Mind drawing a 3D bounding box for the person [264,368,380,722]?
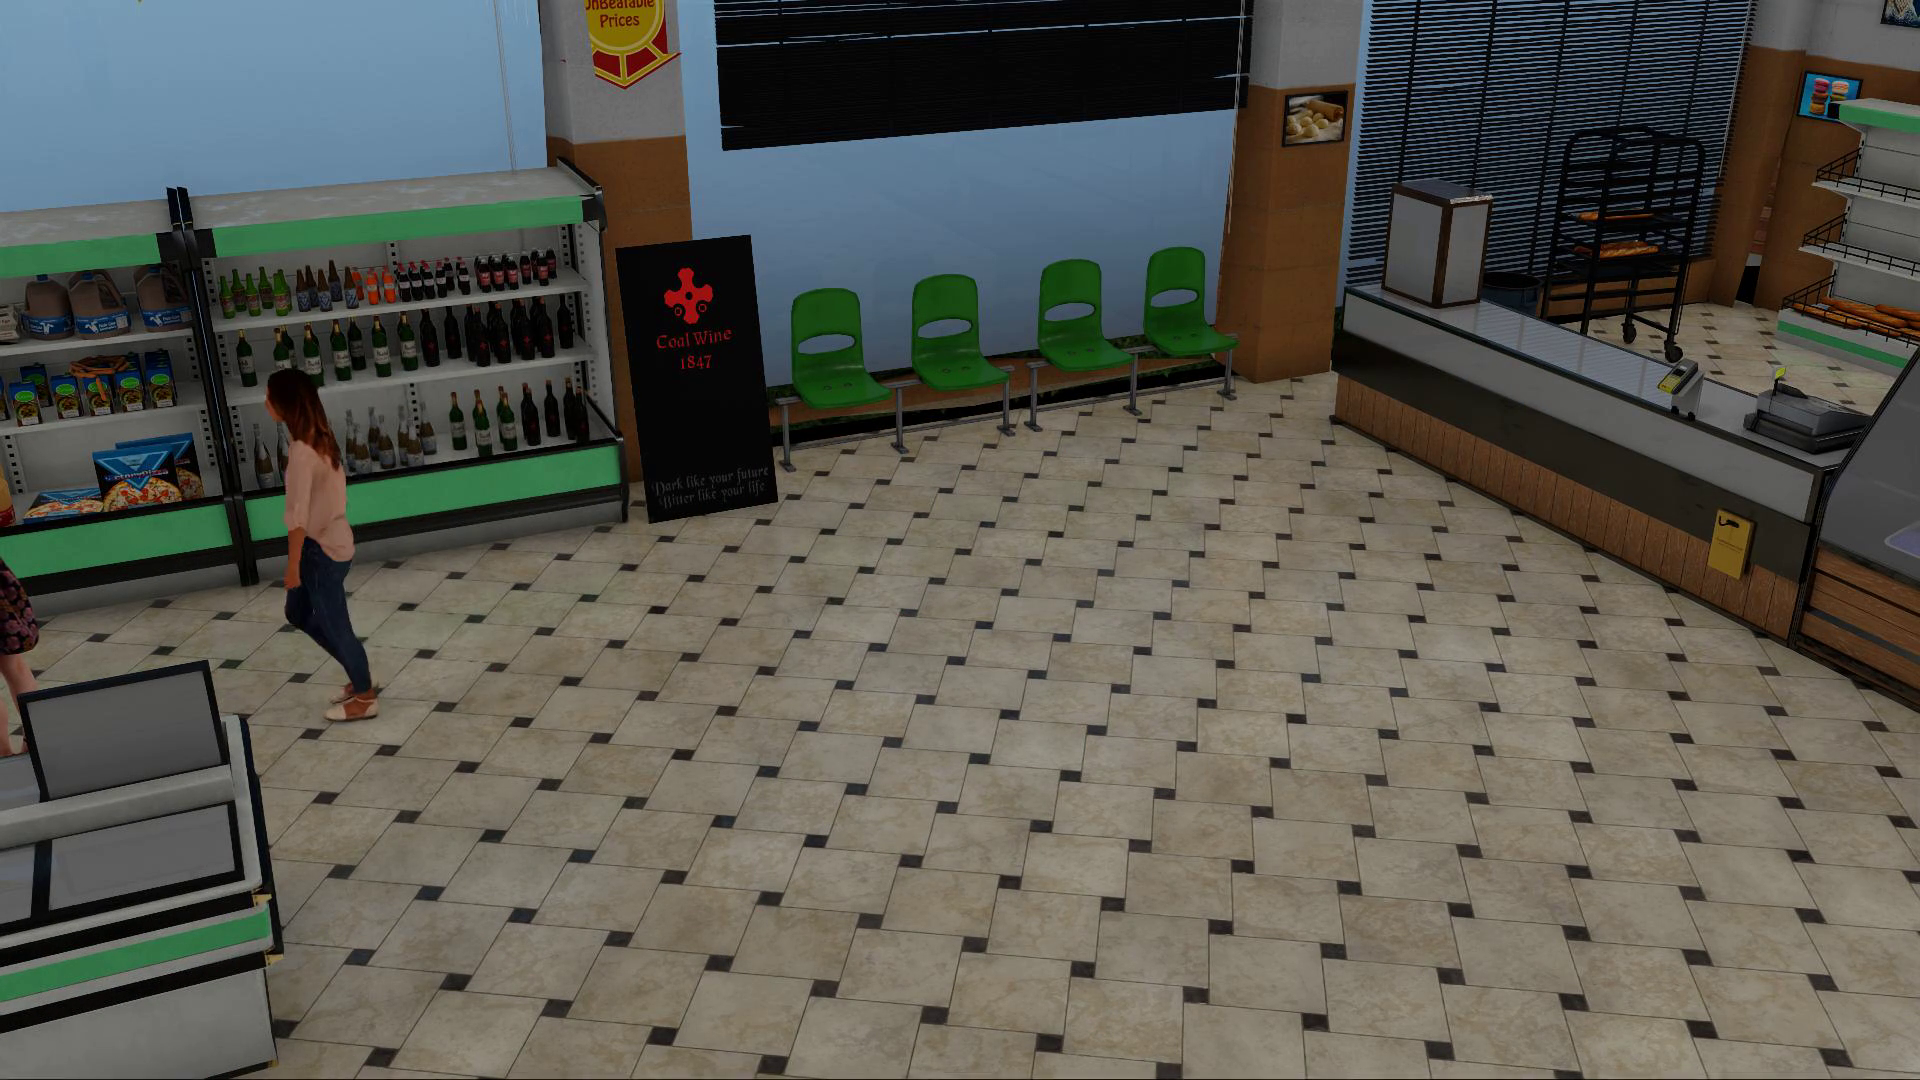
[{"bbox_3d":[-2.887,0.058,7.776,0.643,1.777,0.640,-6,24,-13],"label":"person"}]
